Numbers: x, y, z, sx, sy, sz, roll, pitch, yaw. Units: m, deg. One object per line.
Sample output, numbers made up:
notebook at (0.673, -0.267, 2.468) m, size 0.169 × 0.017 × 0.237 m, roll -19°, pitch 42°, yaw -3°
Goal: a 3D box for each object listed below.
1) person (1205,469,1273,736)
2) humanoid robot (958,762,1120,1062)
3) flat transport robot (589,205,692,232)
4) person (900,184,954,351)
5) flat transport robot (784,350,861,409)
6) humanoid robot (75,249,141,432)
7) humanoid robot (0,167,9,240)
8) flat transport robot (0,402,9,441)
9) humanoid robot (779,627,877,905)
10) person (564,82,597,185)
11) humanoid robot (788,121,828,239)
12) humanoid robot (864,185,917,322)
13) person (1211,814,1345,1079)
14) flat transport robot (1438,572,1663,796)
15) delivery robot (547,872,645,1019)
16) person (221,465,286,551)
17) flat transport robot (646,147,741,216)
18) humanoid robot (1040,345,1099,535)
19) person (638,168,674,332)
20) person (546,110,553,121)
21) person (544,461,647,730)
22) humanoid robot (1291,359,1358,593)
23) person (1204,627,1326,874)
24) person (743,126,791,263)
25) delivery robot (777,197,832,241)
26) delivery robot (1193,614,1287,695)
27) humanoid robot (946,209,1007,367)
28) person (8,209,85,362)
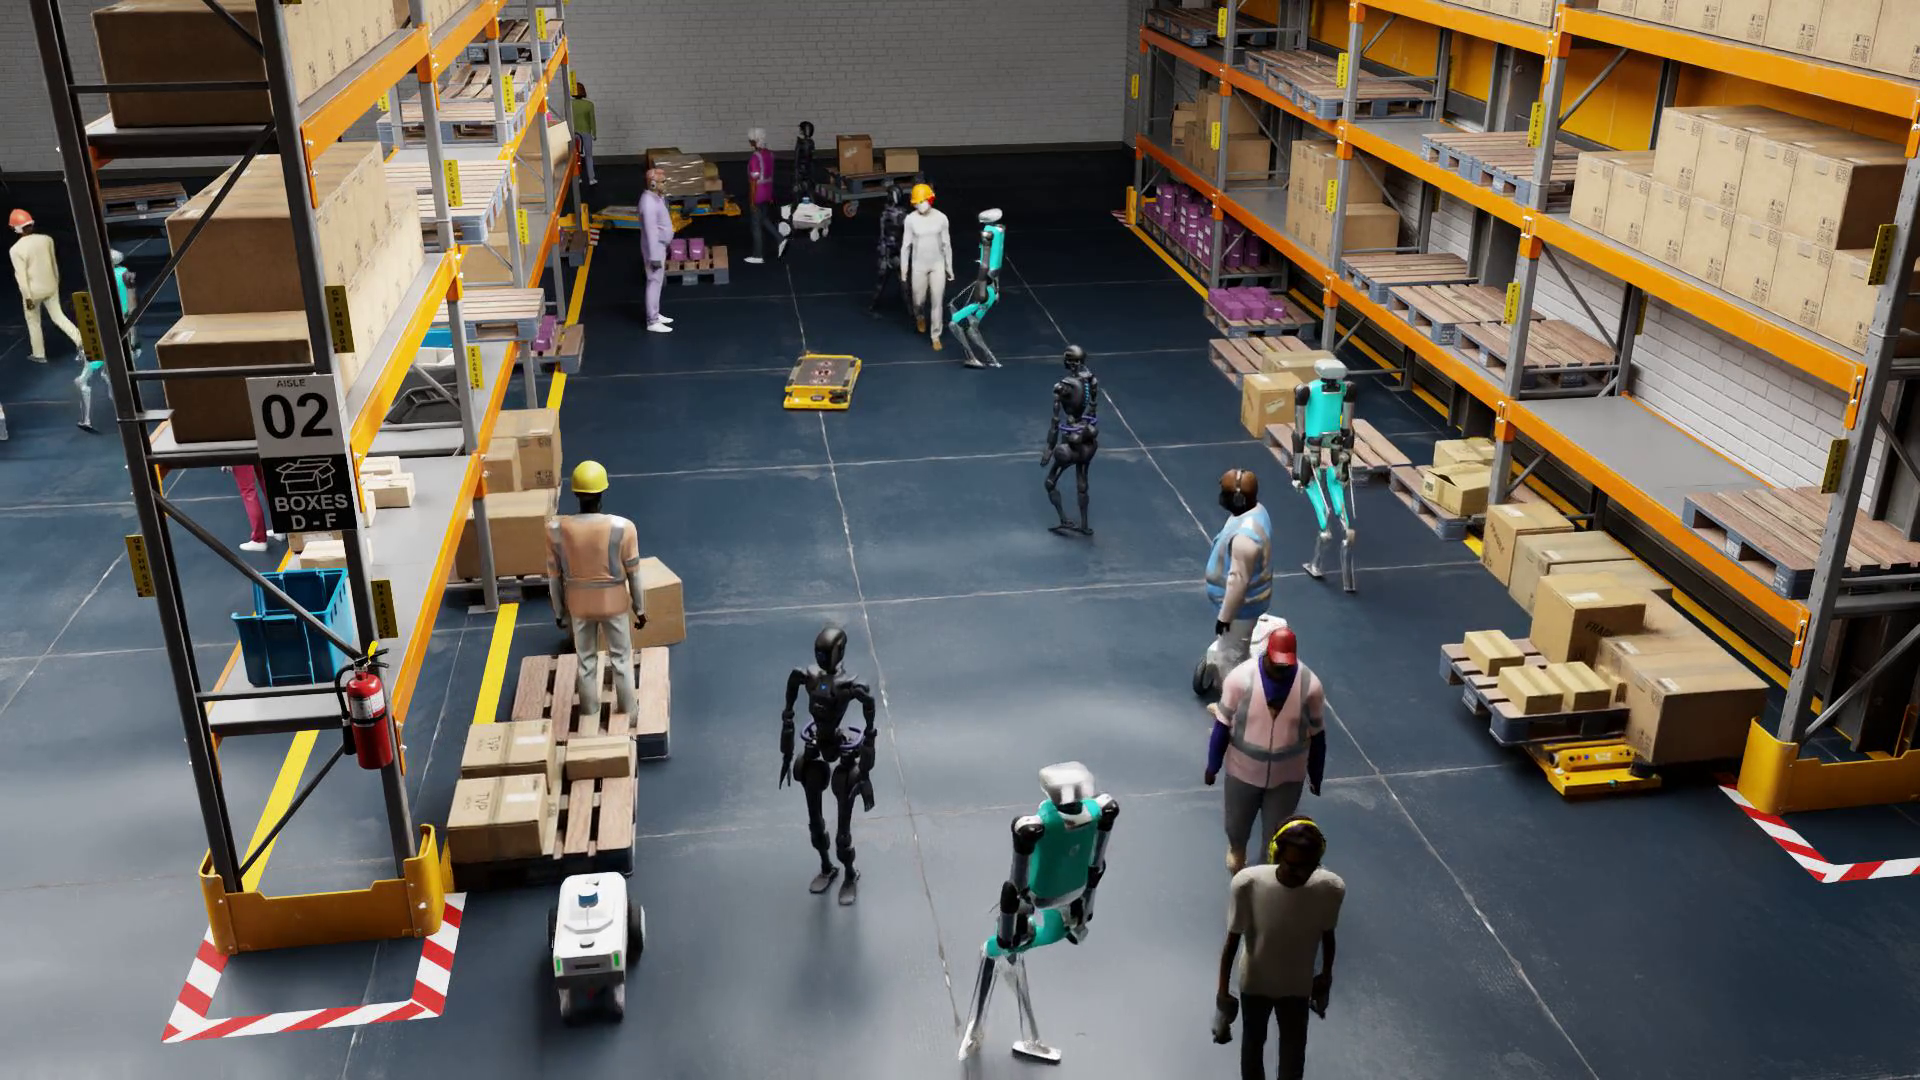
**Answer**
person at (1.801, 0.407, 10.813) m, size 0.431 × 1.831 × 0.639 m, roll 4°, pitch 24°, yaw 10°
humanoid robot at (0.285, 1.729, 7.910) m, size 0.597 × 1.770 × 0.868 m, roll -13°, pitch 27°, yaw -27°
flat transport robot at (-4.725, -4.700, 24.387) m, size 1.431 × 0.231 × 0.659 m, roll 6°, pitch 24°, yaw 13°
person at (-0.373, -3.122, 18.815) m, size 0.601 × 1.865 × 0.685 m, roll -2°, pitch 24°, yaw -4°
flat transport robot at (-1.436, -1.685, 17.517) m, size 0.659 × 0.231 × 1.431 m, roll 1°, pitch 24°, yaw 2°
humanoid robot at (-8.415, -1.871, 16.151) m, size 0.542 × 1.766 × 0.989 m, roll 15°, pitch 28°, yaw 30°
humanoid robot at (-13.892, -5.118, 23.626) m, size 0.609 × 1.624 × 0.756 m, roll -12°, pitch 27°, yaw -26°
flat transport robot at (-9.661, -0.888, 15.700) m, size 0.659 × 0.231 × 1.431 m, roll -14°, pitch 27°, yaw -28°
humanoid robot at (-0.731, 1.227, 9.129) m, size 0.585 × 1.644 × 0.337 m, roll 8°, pitch 25°, yaw 17°
person at (-6.148, -6.600, 27.026) m, size 0.492 × 1.624 × 0.281 m, roll 0°, pitch 24°, yaw 0°
humanoid robot at (-2.216, -5.095, 23.549) m, size 0.616 × 1.629 × 0.615 m, roll 8°, pitch 25°, yaw 18°
humanoid robot at (-0.799, -3.395, 19.724) m, size 0.795 × 1.621 × 0.593 m, roll 14°, pitch 27°, yaw 28°
person at (1.354, 2.004, 7.189) m, size 0.524 × 1.817 × 0.972 m, roll 3°, pitch 24°, yaw 8°
flat transport robot at (3.939, 1.209, 10.925) m, size 0.659 × 0.231 × 1.431 m, roll -3°, pitch 24°, yaw -8°
delivery robot at (-1.908, 2.057, 8.638) m, size 0.499 × 0.596 × 0.795 m, roll -3°, pitch 24°, yaw -8°
person at (-5.823, -0.701, 13.574) m, size 0.284 × 1.631 × 0.500 m, roll 10°, pitch 26°, yaw 22°
flat transport robot at (-4.069, -5.022, 25.118) m, size 1.431 × 0.231 × 0.659 m, roll -6°, pitch 24°, yaw -13°
humanoid robot at (0.939, -0.828, 13.805) m, size 0.364 × 1.649 × 0.601 m, roll 21°, pitch 31°, yaw 40°
person at (-3.522, -3.379, 19.367) m, size 0.406 × 1.895 × 0.659 m, roll -3°, pitch 24°, yaw -7°
person at (-6.407, -5.829, 25.020) m, size 0.617 × 1.836 × 0.432 m, roll 1°, pitch 24°, yaw 2°
person at (-2.319, 0.408, 10.687) m, size 0.592 × 1.924 × 0.379 m, roll -1°, pitch 24°, yaw -2°
humanoid robot at (2.913, -0.412, 12.904) m, size 0.548 × 1.873 × 0.841 m, roll -7°, pitch 25°, yaw -16°
person at (1.657, 1.227, 9.051) m, size 0.645 × 1.738 × 0.568 m, roll 3°, pitch 24°, yaw 8°
person at (-2.638, -4.587, 22.183) m, size 0.570 × 1.832 × 0.519 m, roll 10°, pitch 25°, yaw 21°
delivery robot at (-2.221, -4.599, 23.792) m, size 0.759 × 0.588 × 0.522 m, roll 11°, pitch 26°, yaw 24°
delivery robot at (1.972, 0.811, 11.498) m, size 0.505 × 0.614 × 0.786 m, roll 14°, pitch 27°, yaw 29°
humanoid robot at (0.174, -2.691, 17.970) m, size 0.803 × 1.776 × 0.560 m, roll 8°, pitch 25°, yaw 18°
person at (-10.016, -2.759, 18.147) m, size 0.765 × 1.727 × 0.564 m, roll 10°, pitch 25°, yaw 21°
